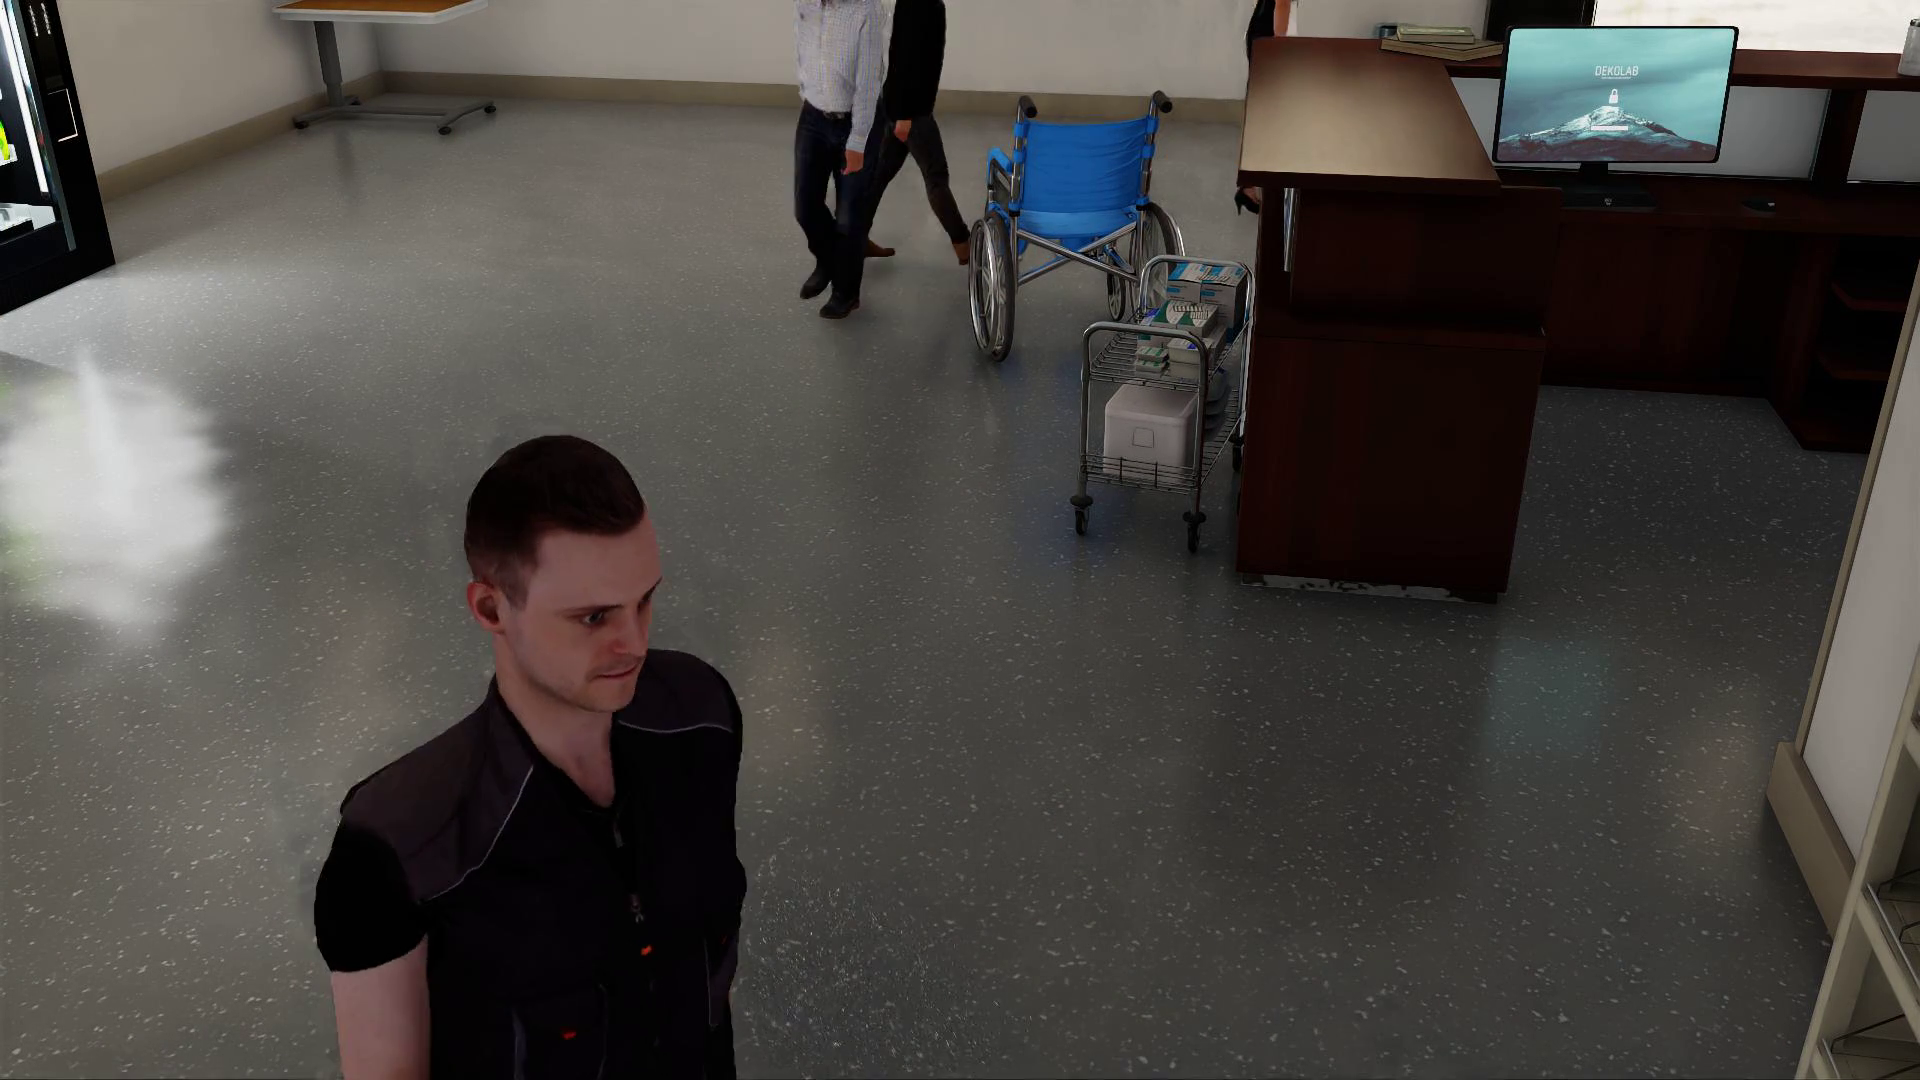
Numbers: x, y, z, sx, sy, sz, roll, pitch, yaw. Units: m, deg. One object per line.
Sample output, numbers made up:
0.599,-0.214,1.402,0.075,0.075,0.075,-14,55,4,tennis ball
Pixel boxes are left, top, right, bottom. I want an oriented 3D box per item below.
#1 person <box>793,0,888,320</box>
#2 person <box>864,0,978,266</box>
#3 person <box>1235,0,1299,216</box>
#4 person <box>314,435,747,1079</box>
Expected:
-0.462,-1.817,7.306,0.811,1.771,0.883,15,29,28,person
-0.290,-2.110,8.027,0.961,1.672,1.090,-4,26,-8,person
1.621,-2.635,8.987,0.781,1.784,0.710,-10,27,-20,person
-0.513,0.691,2.052,0.873,1.816,0.943,-17,31,-31,person
